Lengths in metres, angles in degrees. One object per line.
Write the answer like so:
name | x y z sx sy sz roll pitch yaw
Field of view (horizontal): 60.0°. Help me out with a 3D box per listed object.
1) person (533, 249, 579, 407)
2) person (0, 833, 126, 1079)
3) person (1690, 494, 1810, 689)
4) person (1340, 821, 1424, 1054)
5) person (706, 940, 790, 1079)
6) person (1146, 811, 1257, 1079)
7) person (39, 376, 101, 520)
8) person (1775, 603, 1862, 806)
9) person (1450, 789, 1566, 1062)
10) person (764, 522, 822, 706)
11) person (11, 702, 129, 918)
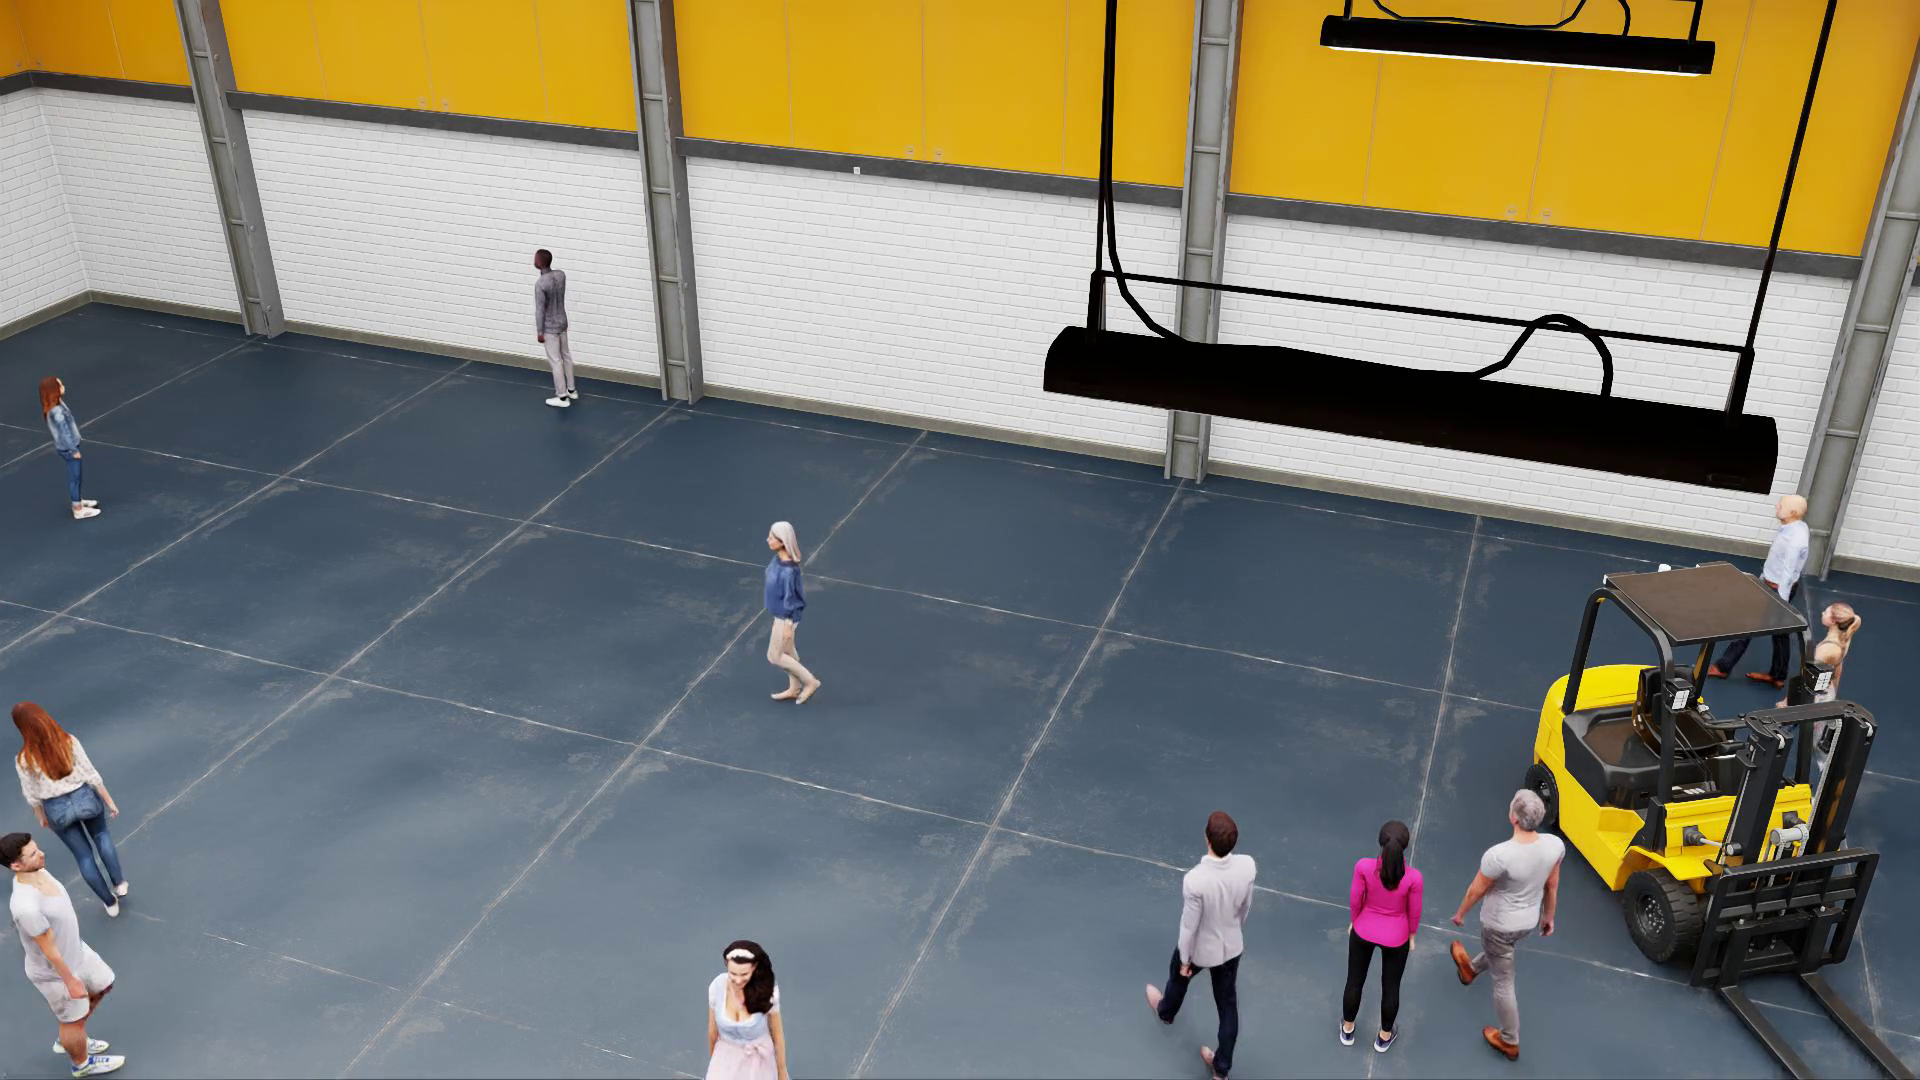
person | -4.614 -2.432 18.950 0.529 1.834 0.661 10 30 18
person | -5.454 2.510 9.880 0.874 1.843 0.832 -9 30 -15
person | 6.816 0.468 13.705 1.010 1.766 0.747 14 32 24
person | 2.577 2.421 10.193 0.493 1.700 0.626 10 30 17
person | -1.175 2.870 9.274 0.880 1.791 0.859 1 29 1
person | 1.550 2.486 9.954 1.124 1.814 1.157 -10 30 -18
person | -8.905 -0.931 16.575 0.684 1.473 0.600 -16 33 -27
person | 6.425 1.272 12.343 1.198 1.658 0.871 24 37 37
person | 3.409 2.394 10.157 1.189 1.782 1.197 -9 30 -16
person | -1.319 0.606 13.530 0.805 1.690 0.758 -5 29 -9
person | -5.967 1.869 11.208 0.775 1.697 0.803 -16 33 -27
